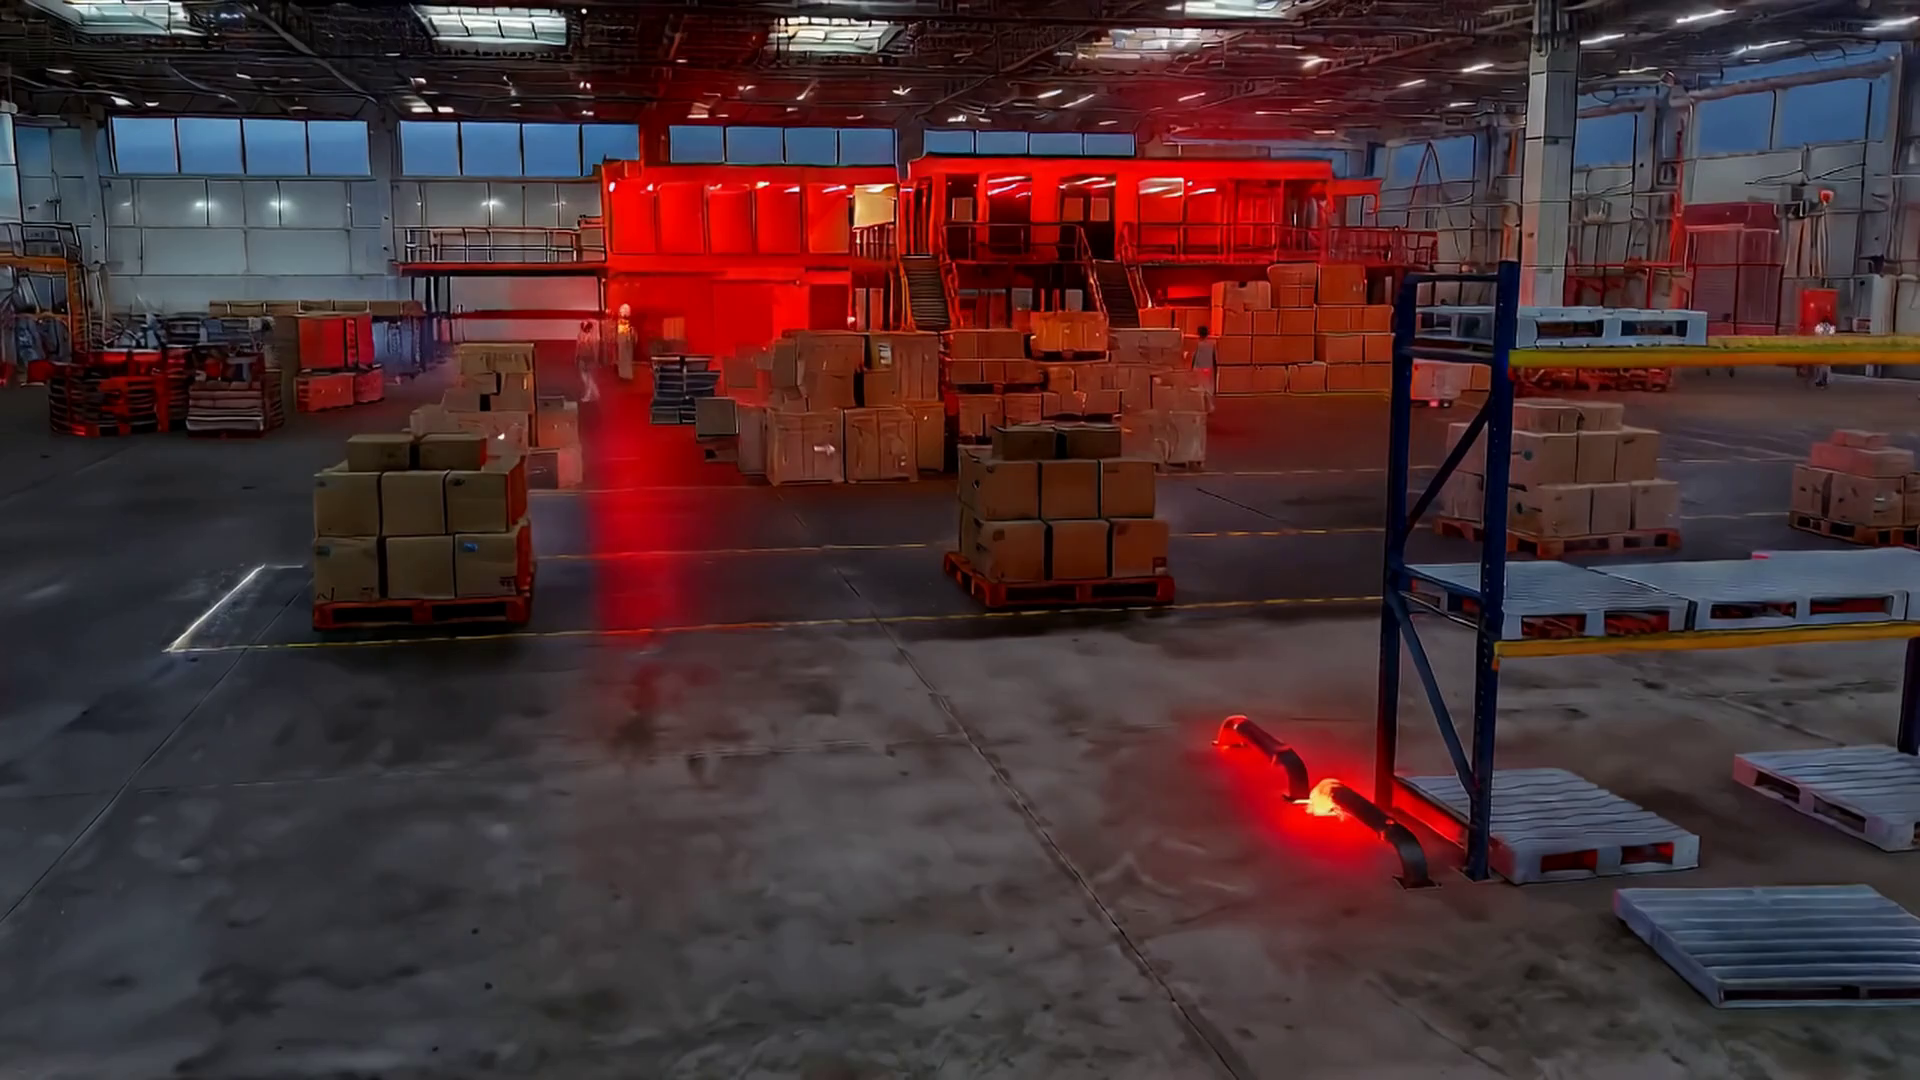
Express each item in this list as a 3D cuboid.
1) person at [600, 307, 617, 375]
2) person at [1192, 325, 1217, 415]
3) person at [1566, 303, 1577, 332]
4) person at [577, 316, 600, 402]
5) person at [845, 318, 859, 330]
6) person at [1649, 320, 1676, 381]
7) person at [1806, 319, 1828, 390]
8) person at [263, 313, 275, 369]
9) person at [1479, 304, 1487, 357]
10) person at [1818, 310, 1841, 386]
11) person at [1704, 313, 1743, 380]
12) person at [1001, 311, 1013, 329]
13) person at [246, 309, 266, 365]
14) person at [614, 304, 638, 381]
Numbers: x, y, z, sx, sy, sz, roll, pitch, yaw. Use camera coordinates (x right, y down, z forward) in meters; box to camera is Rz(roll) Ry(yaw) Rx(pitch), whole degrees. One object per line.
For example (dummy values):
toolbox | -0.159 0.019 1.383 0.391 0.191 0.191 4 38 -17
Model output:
person | -9.829 -5.607 46.809 0.594 1.900 0.886 -4 10 -26
person | 5.026 -3.492 34.107 0.529 1.836 0.941 -5 10 -27
person | 17.973 -6.049 49.330 0.605 1.948 0.391 1 9 6
person | -8.311 -4.059 37.301 0.548 1.919 0.717 4 10 23
person | -2.143 -3.295 32.350 0.649 2.026 0.394 1 9 6
person | 18.635 -5.156 44.137 0.654 1.867 0.907 0 9 -2
person | 20.926 -4.528 40.670 0.539 1.742 0.398 4 10 25
person | -19.068 -5.400 45.956 0.348 1.756 0.518 -7 12 -38
person | 14.318 -5.470 45.665 0.387 1.992 0.622 -1 9 -3
person | 22.023 -4.858 42.137 0.565 1.922 0.404 0 9 -3
person | 20.436 -5.168 44.448 0.975 1.787 0.643 5 10 27
person | 1.312 -4.755 41.525 0.765 1.912 0.651 -4 10 -24
person | -19.921 -5.632 47.161 0.596 1.835 0.973 -1 9 -8
person | -8.838 -5.250 44.176 0.536 2.000 0.688 -9 13 -42
